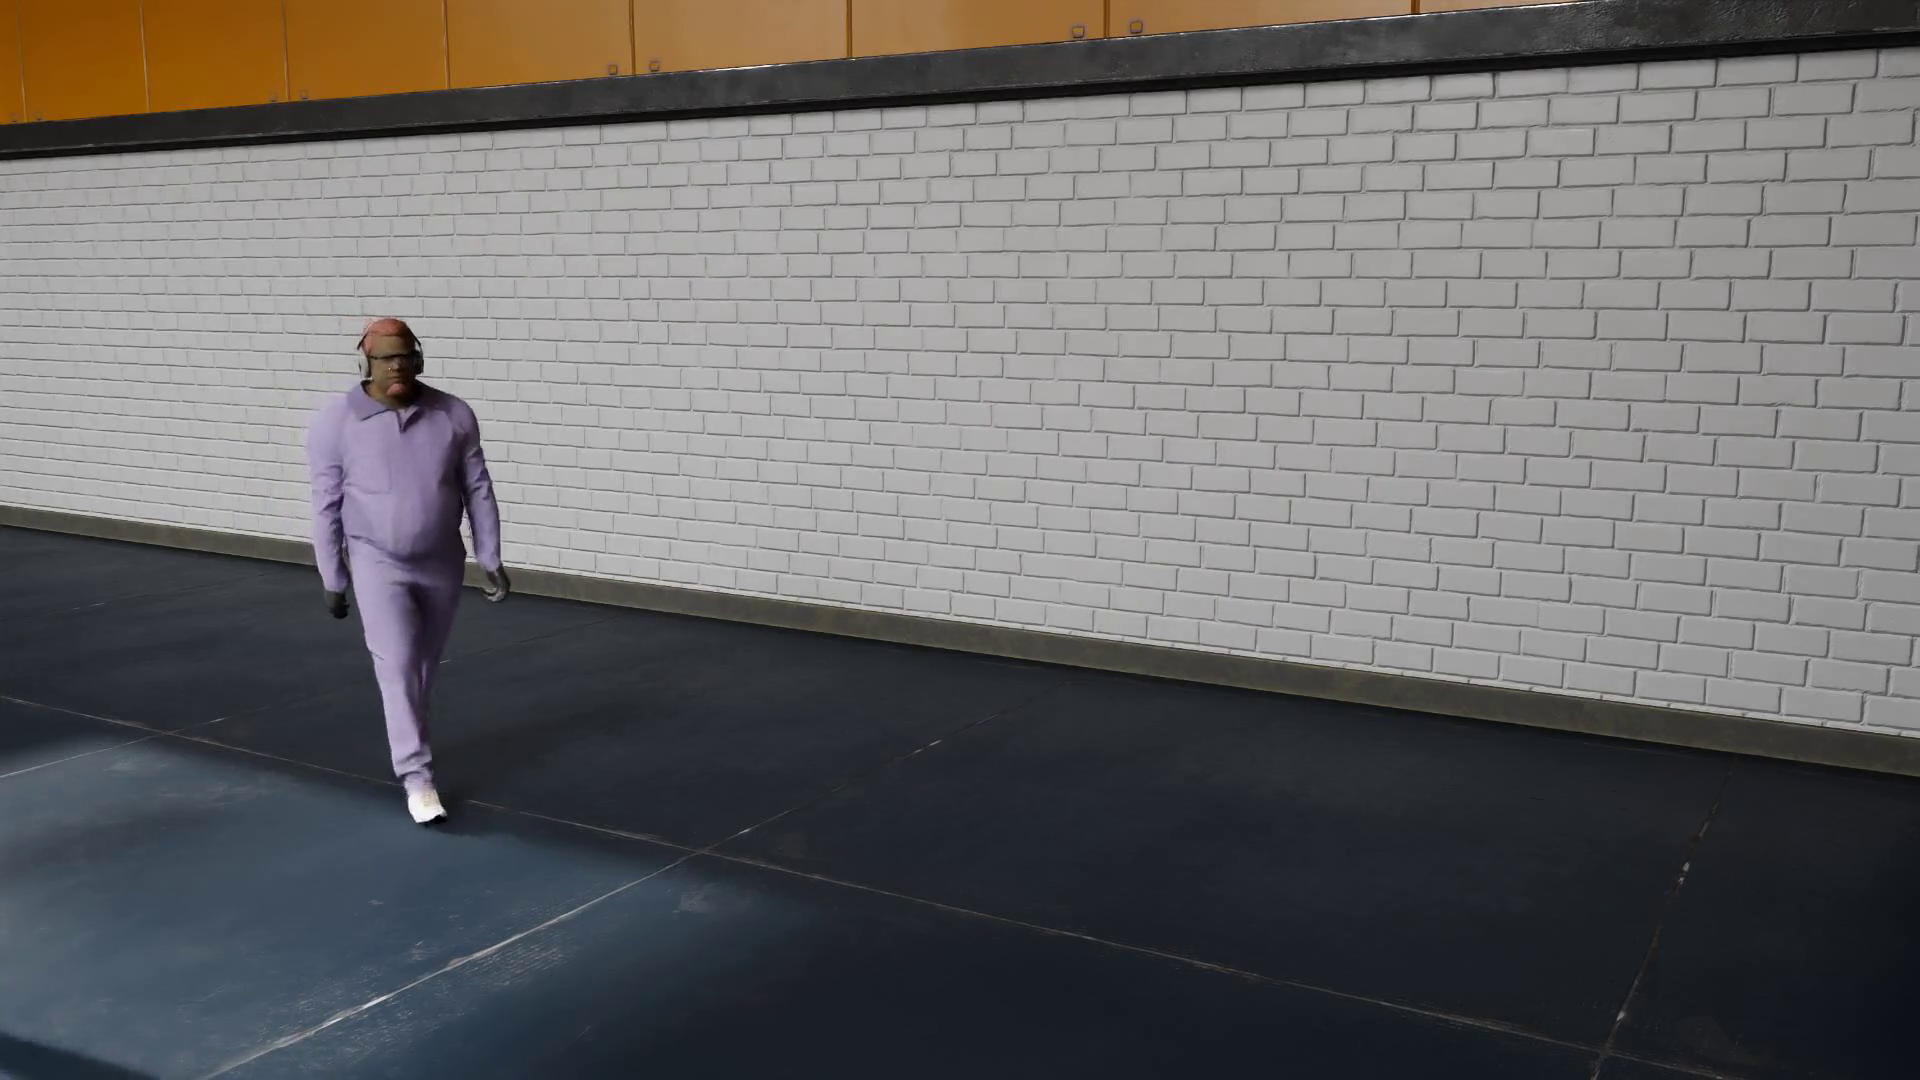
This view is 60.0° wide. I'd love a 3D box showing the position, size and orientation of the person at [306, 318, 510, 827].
[{"bbox_3d":[-2.111,0.086,6.371,0.651,1.863,0.987,-7,11,-36],"label":"person"}]
